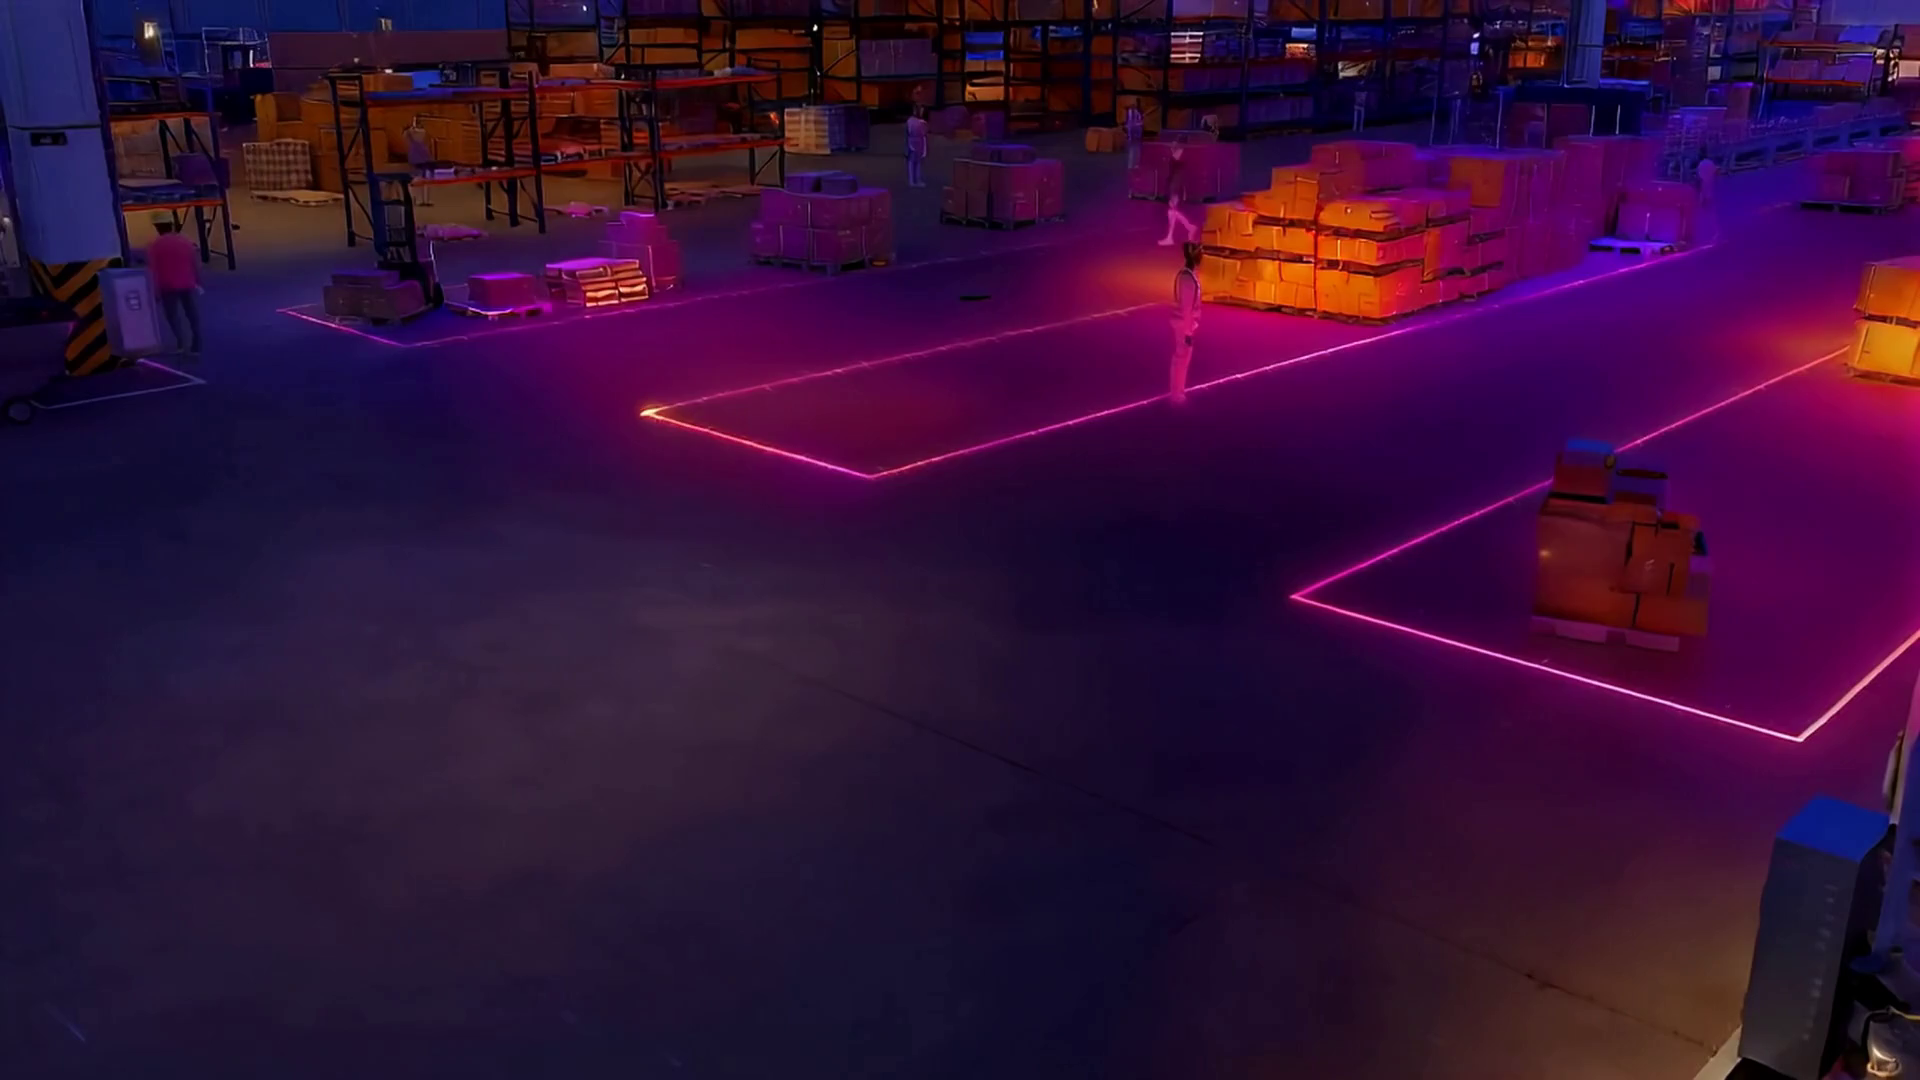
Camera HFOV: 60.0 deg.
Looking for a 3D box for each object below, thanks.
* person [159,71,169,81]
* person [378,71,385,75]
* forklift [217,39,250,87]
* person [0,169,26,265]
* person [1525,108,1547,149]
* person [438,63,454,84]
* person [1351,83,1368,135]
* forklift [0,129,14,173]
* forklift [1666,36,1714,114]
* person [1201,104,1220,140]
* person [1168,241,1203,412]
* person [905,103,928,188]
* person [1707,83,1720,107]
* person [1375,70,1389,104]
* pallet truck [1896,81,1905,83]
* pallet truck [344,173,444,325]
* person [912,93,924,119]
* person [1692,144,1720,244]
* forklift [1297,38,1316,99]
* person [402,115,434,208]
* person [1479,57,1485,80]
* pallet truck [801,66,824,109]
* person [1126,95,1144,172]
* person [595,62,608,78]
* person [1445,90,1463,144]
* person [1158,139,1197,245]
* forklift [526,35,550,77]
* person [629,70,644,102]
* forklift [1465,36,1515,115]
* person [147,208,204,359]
[{"bbox_3d":[-26.002,-14.374,54.567,0.629,1.936,0.371,-2,18,-5],"label":"person"},{"bbox_3d":[-19.628,-15.026,56.694,0.429,1.837,0.629,7,19,19],"label":"person"},{"bbox_3d":[-25.669,-16.358,59.066,1.873,2.768,1.129,17,25,41],"label":"forklift"},{"bbox_3d":[-14.065,-4.470,24.562,0.535,2.000,0.674,-8,20,-23],"label":"person"},{"bbox_3d":[13.350,-9.111,38.770,0.561,1.909,0.932,-6,19,-17],"label":"person"},{"bbox_3d":[-18.898,-16.575,61.245,0.553,1.914,0.827,-4,19,-13],"label":"person"},{"bbox_3d":[12.857,-13.896,53.594,0.515,1.636,0.314,4,19,12],"label":"person"},{"bbox_3d":[-24.026,-10.894,42.605,1.129,2.768,1.873,17,25,41],"label":"forklift"},{"bbox_3d":[27.341,-17.291,61.877,1.129,2.768,1.873,17,25,41],"label":"forklift"},{"bbox_3d":[6.600,-10.654,43.842,0.519,1.628,0.382,-1,18,-2],"label":"person"},{"bbox_3d":[2.509,-2.373,18.487,0.337,1.882,0.584,0,18,1],"label":"person"},{"bbox_3d":[-1.023,-9.339,39.370,0.606,1.958,0.378,10,21,29],"label":"person"},{"bbox_3d":[24.127,-13.806,53.343,0.281,1.624,0.493,-4,19,-12],"label":"person"},{"bbox_3d":[16.056,-17.098,63.320,0.504,1.587,0.867,-15,23,-37],"label":"person"},{"bbox_3d":[34.802,-16.331,61.455,0.653,1.274,1.630,17,25,41],"label":"pallet truck"},{"bbox_3d":[-8.209,-4.181,23.757,0.823,1.965,1.885,3,19,9],"label":"pallet truck"},{"bbox_3d":[-1.199,-11.845,47.330,0.321,1.690,0.533,6,19,17],"label":"person"},{"bbox_3d":[13.728,-6.402,30.774,0.548,1.811,1.033,-13,23,-35],"label":"person"},{"bbox_3d":[12.488,-16.623,59.865,1.129,2.768,1.873,17,25,41],"label":"forklift"},{"bbox_3d":[-11.656,-8.152,35.813,0.364,1.939,0.636,16,24,40],"label":"person"},{"bbox_3d":[22.191,-19.634,70.721,0.529,1.734,0.816,14,23,36],"label":"person"},{"bbox_3d":[-4.812,-15.182,56.903,0.823,1.965,1.885,-9,21,-26],"label":"pallet truck"},{"bbox_3d":[4.512,-10.421,42.677,0.540,1.930,0.384,-10,21,-28],"label":"person"},{"bbox_3d":[-12.977,-16.337,60.427,0.899,1.970,0.608,11,21,30],"label":"person"},{"bbox_3d":[14.191,-12.068,47.914,0.531,1.753,0.581,13,23,35],"label":"person"},{"bbox_3d":[4.037,-6.388,30.544,0.808,1.918,0.548,-8,20,-22],"label":"person"},{"bbox_3d":[-16.117,-17.897,63.701,1.873,2.768,1.129,6,19,18],"label":"forklift"},{"bbox_3d":[-10.928,-14.856,56.060,0.593,1.912,0.387,-15,24,-38],"label":"person"},{"bbox_3d":[19.973,-17.201,61.605,1.873,2.768,1.129,16,24,40],"label":"forklift"},{"bbox_3d":[-9.909,-3.233,21.039,0.549,1.902,0.680,16,24,40],"label":"person"}]
